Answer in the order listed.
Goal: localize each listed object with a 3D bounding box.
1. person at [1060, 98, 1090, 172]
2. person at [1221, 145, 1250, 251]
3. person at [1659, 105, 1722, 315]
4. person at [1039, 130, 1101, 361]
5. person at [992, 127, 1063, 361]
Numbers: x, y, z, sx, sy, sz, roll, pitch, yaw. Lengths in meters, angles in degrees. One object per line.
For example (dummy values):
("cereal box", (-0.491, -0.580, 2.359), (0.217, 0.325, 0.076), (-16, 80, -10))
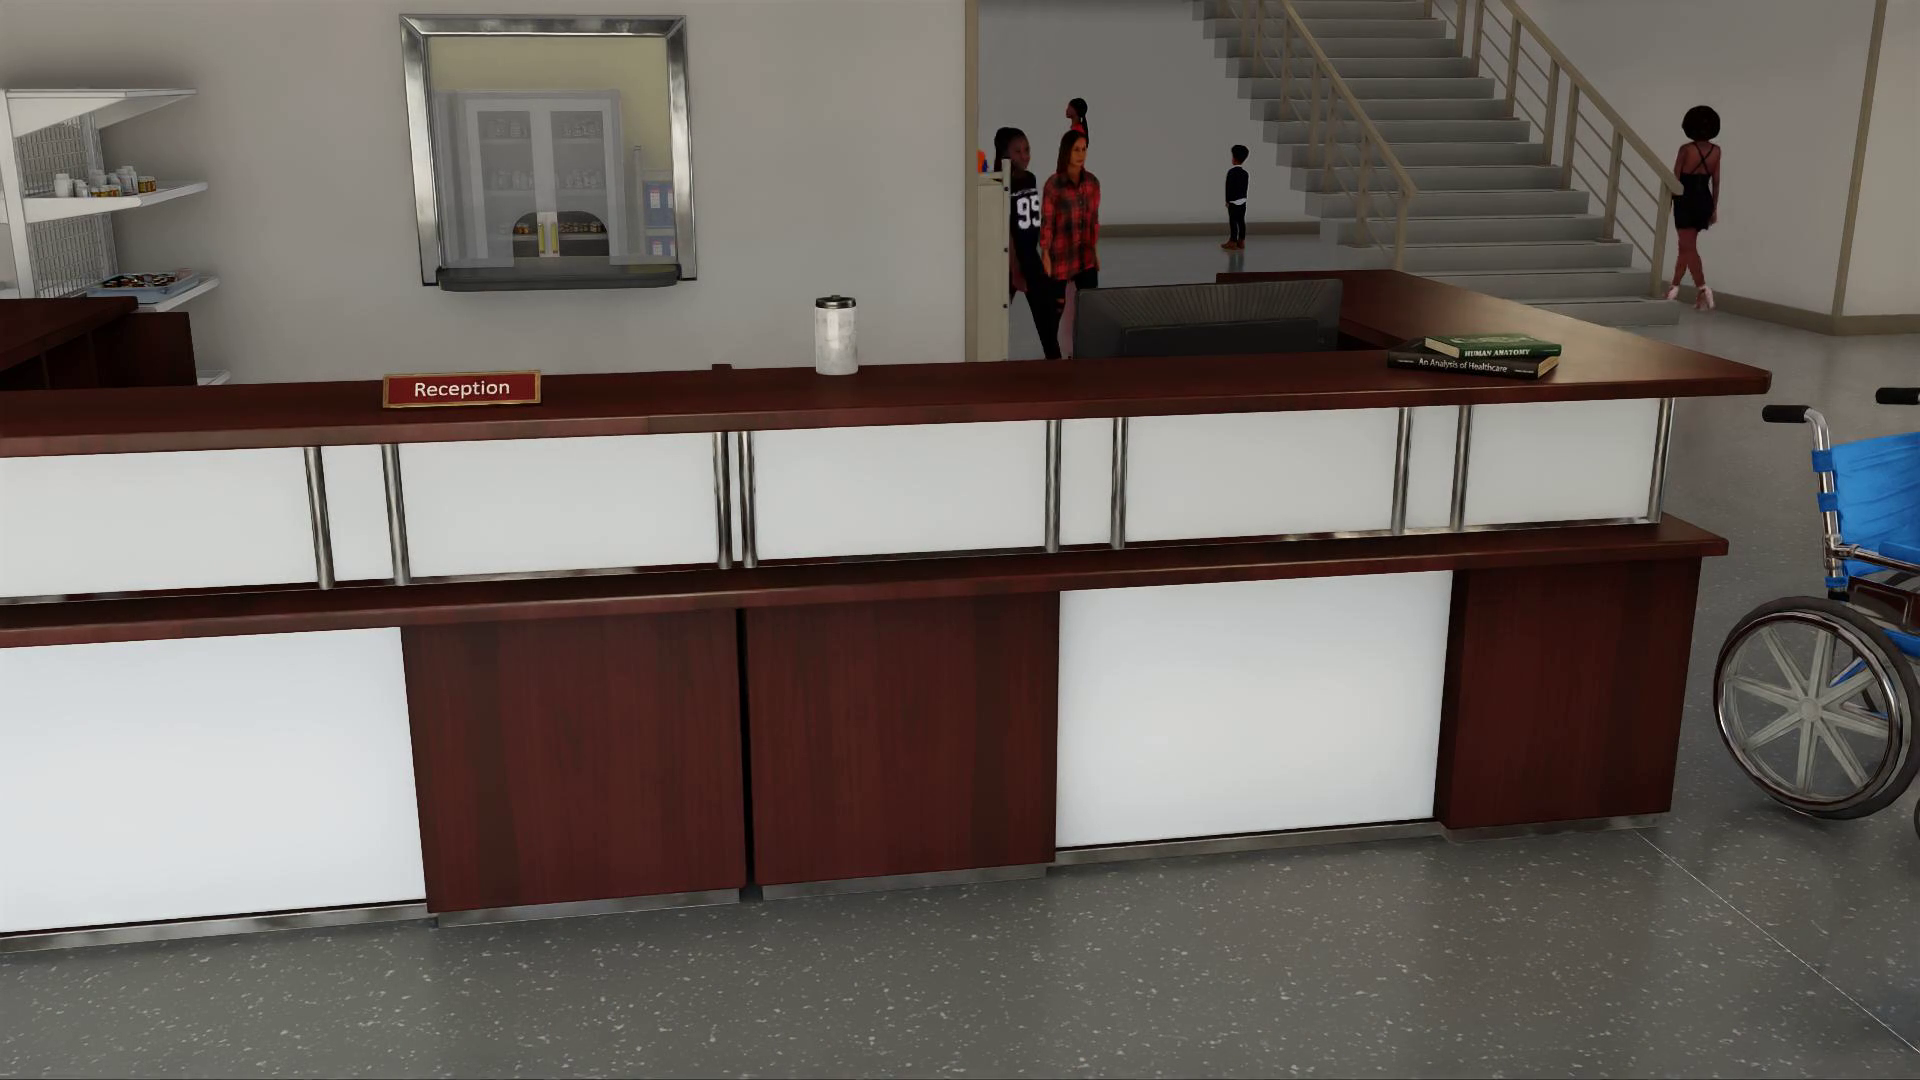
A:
("person", (1.290, -3.994, 18.489), (0.699, 1.784, 0.553), (-1, 16, -3))
("person", (3.323, -4.115, 19.947), (0.580, 1.226, 0.608), (-13, 20, -39))
("person", (6.318, -2.780, 14.261), (0.531, 1.742, 1.079), (-2, 16, -8))
("person", (0.720, -1.894, 11.222), (0.707, 1.687, 0.703), (-9, 18, -29))
("person", (0.277, -1.756, 10.701), (1.127, 1.704, 1.053), (10, 19, 32))
